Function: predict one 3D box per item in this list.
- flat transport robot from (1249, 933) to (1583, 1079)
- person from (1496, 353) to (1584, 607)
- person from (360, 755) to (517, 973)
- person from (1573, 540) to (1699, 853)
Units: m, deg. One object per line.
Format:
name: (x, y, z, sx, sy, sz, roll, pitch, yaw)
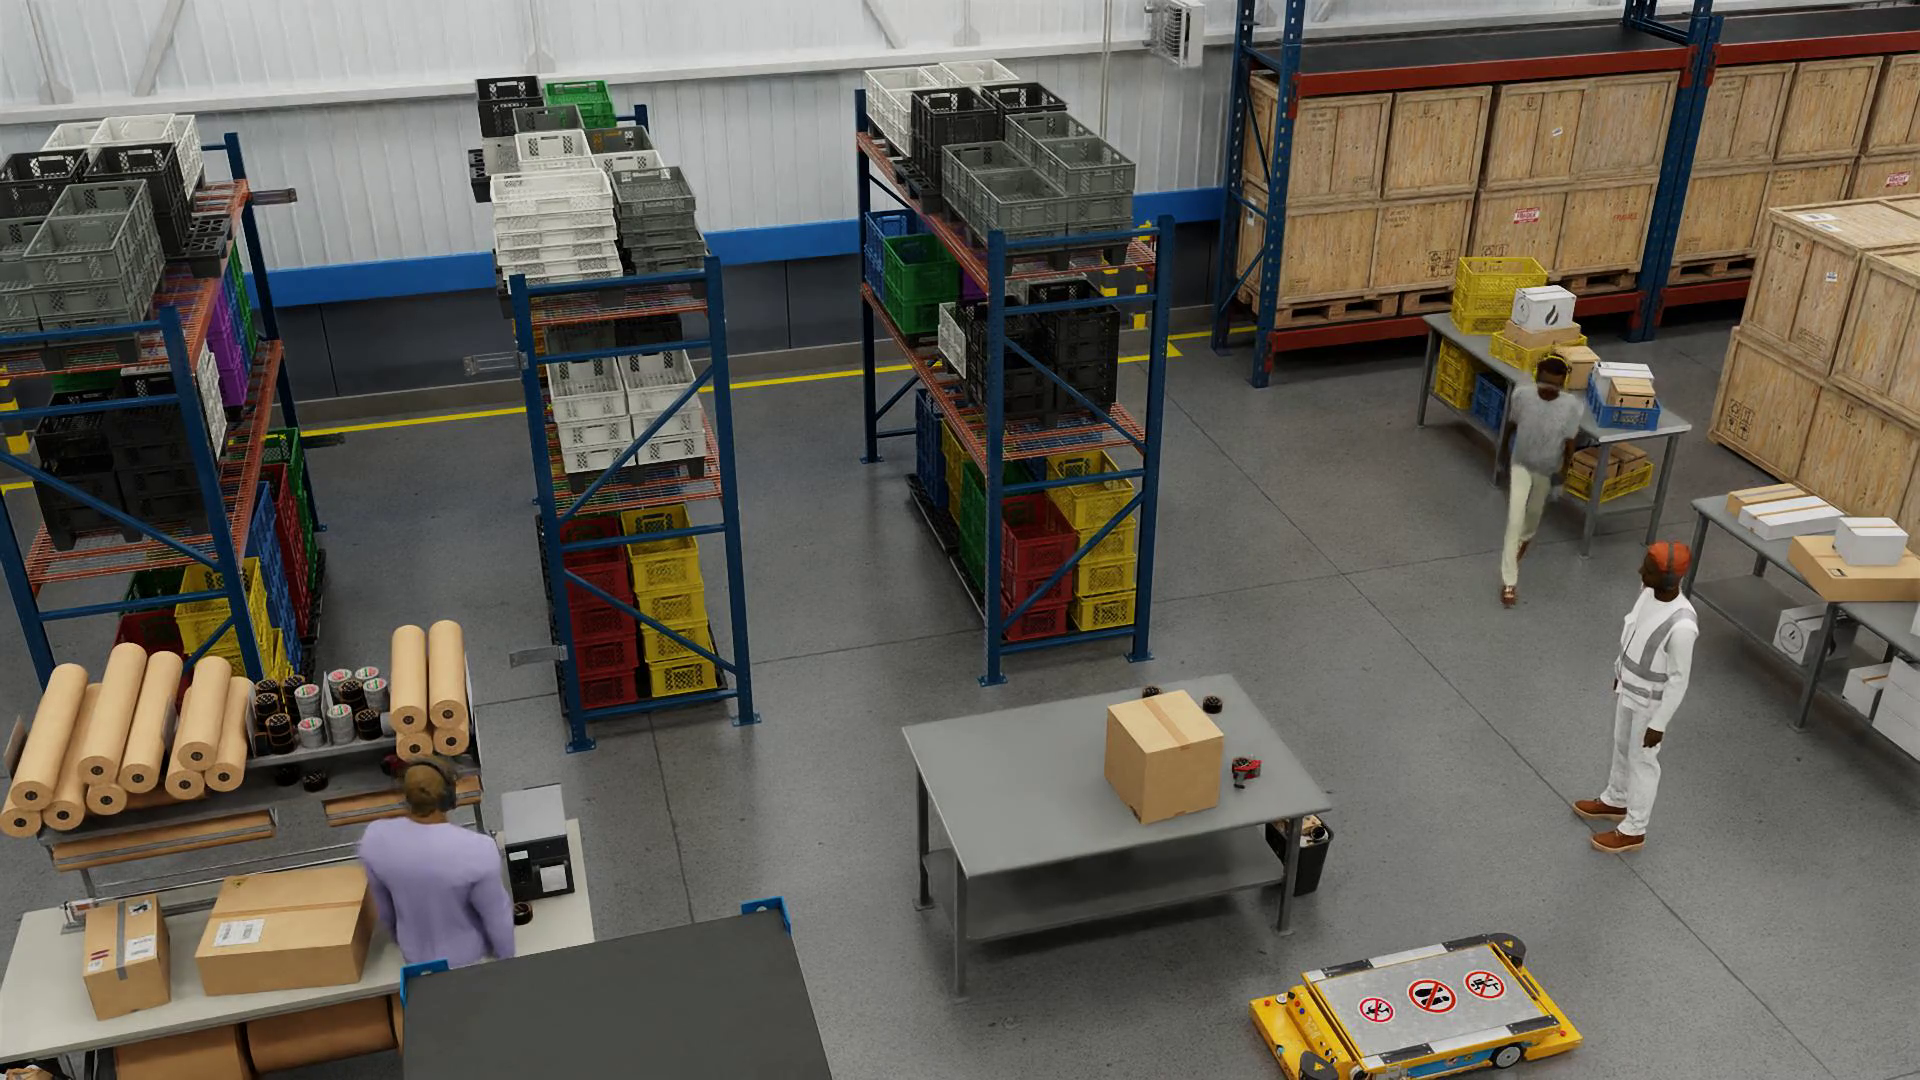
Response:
flat transport robot: (2.184, 2.282, 7.980, 1.431, 0.197, 0.652, -8, 30, -14)
person: (3.972, -0.514, 11.513, 0.494, 1.800, 0.999, 11, 31, 19)
person: (-2.201, 1.765, 7.217, 0.639, 1.931, 0.385, 6, 29, 10)
person: (3.679, 0.837, 8.947, 0.339, 1.882, 0.581, 1, 29, 1)
